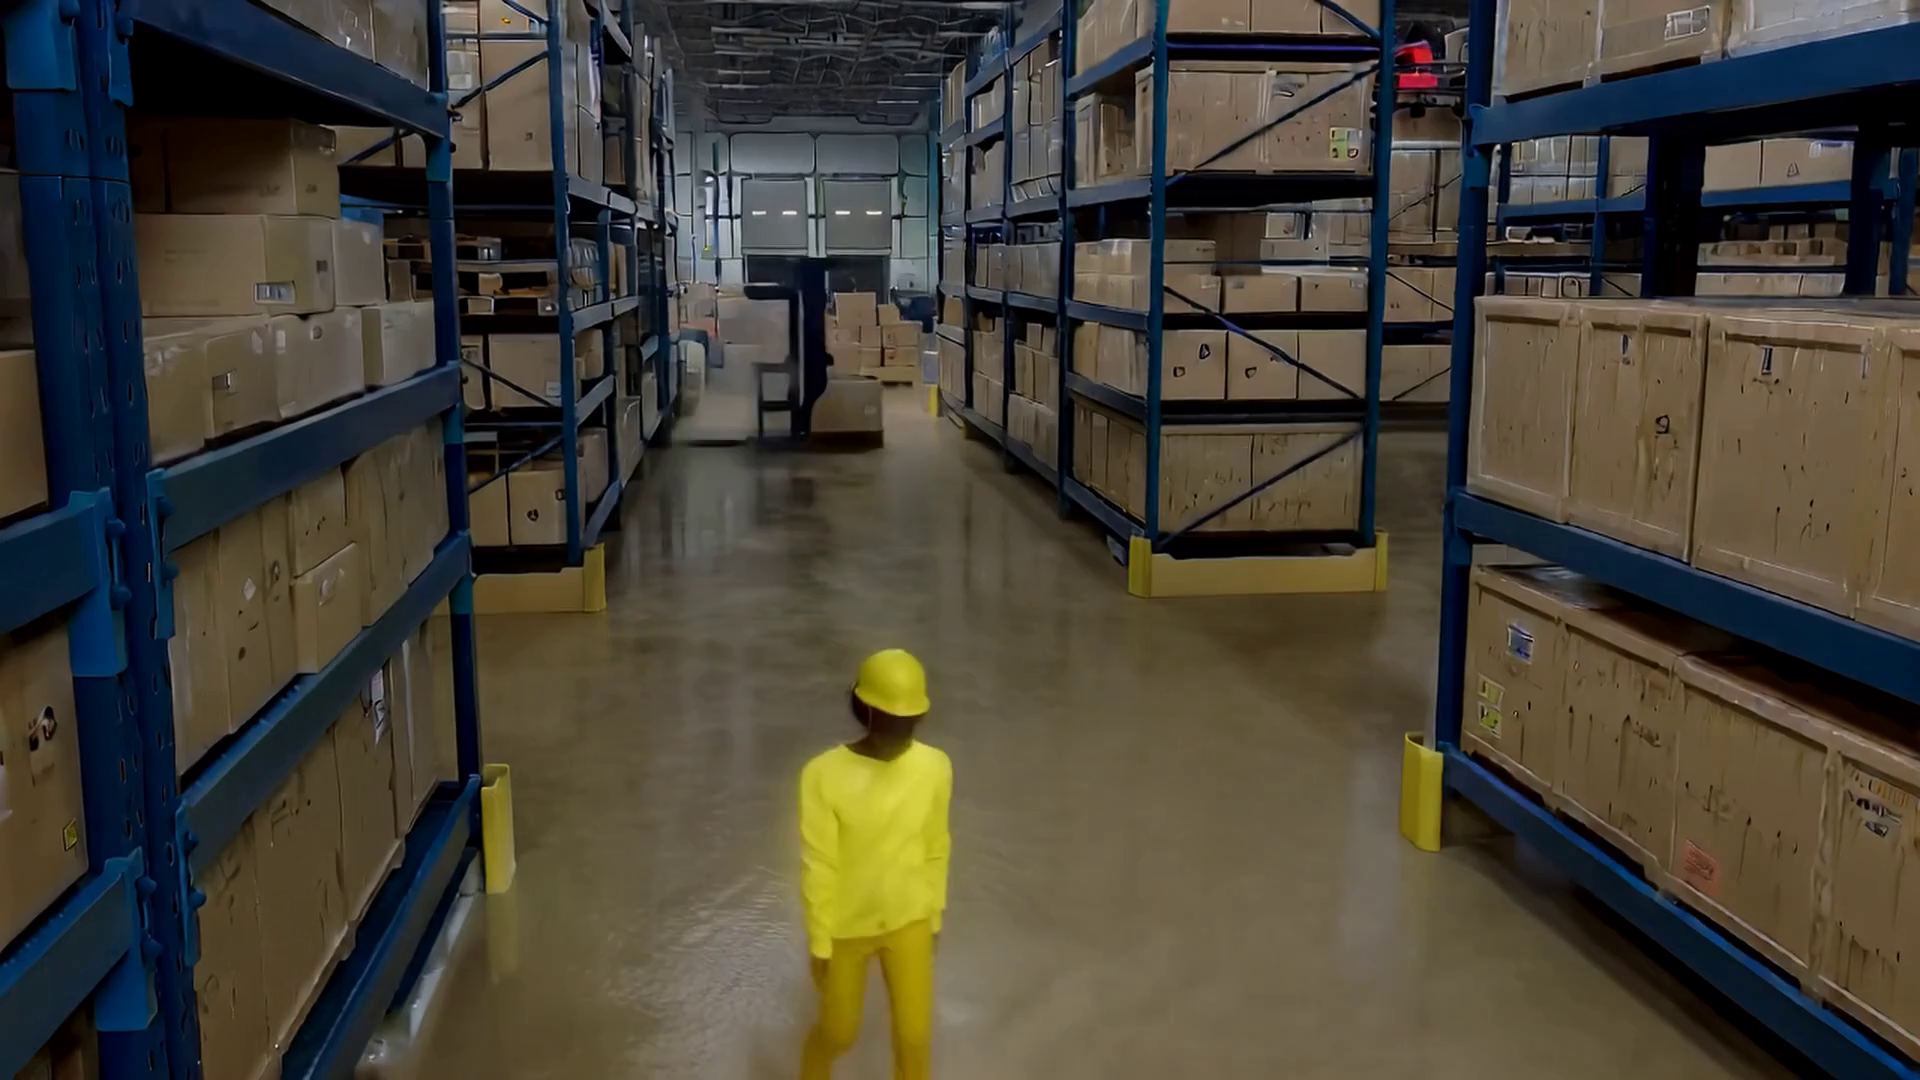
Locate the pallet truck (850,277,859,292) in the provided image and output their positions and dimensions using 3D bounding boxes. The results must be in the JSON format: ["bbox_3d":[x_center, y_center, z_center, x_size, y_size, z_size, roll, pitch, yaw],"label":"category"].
[{"bbox_3d":[-3.782,-9.391,65.808,1.885,1.965,0.823,2,10,10],"label":"pallet truck"}]

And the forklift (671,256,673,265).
[{"bbox_3d":[-10.987,-9.066,61.344,1.129,2.768,1.873,-1,10,-7],"label":"forklift"}]

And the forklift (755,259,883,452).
[{"bbox_3d":[-2.114,-2.746,24.551,1.873,2.768,1.129,-1,10,-7],"label":"forklift"}]

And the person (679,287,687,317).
[{"bbox_3d":[-11.444,-9.793,68.568,0.973,1.875,0.558,-7,12,-34],"label":"person"}]

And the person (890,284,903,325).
[{"bbox_3d":[-2.267,-7.778,56.695,0.978,1.889,0.651,2,10,12],"label":"person"}]

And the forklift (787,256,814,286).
[{"bbox_3d":[-5.659,-8.722,59.345,1.129,2.768,1.873,-6,12,-33],"label":"forklift"}]

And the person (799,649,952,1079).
[{"bbox_3d":[-0.284,1.153,5.172,0.516,1.734,0.767,-4,11,-23],"label":"person"}]
